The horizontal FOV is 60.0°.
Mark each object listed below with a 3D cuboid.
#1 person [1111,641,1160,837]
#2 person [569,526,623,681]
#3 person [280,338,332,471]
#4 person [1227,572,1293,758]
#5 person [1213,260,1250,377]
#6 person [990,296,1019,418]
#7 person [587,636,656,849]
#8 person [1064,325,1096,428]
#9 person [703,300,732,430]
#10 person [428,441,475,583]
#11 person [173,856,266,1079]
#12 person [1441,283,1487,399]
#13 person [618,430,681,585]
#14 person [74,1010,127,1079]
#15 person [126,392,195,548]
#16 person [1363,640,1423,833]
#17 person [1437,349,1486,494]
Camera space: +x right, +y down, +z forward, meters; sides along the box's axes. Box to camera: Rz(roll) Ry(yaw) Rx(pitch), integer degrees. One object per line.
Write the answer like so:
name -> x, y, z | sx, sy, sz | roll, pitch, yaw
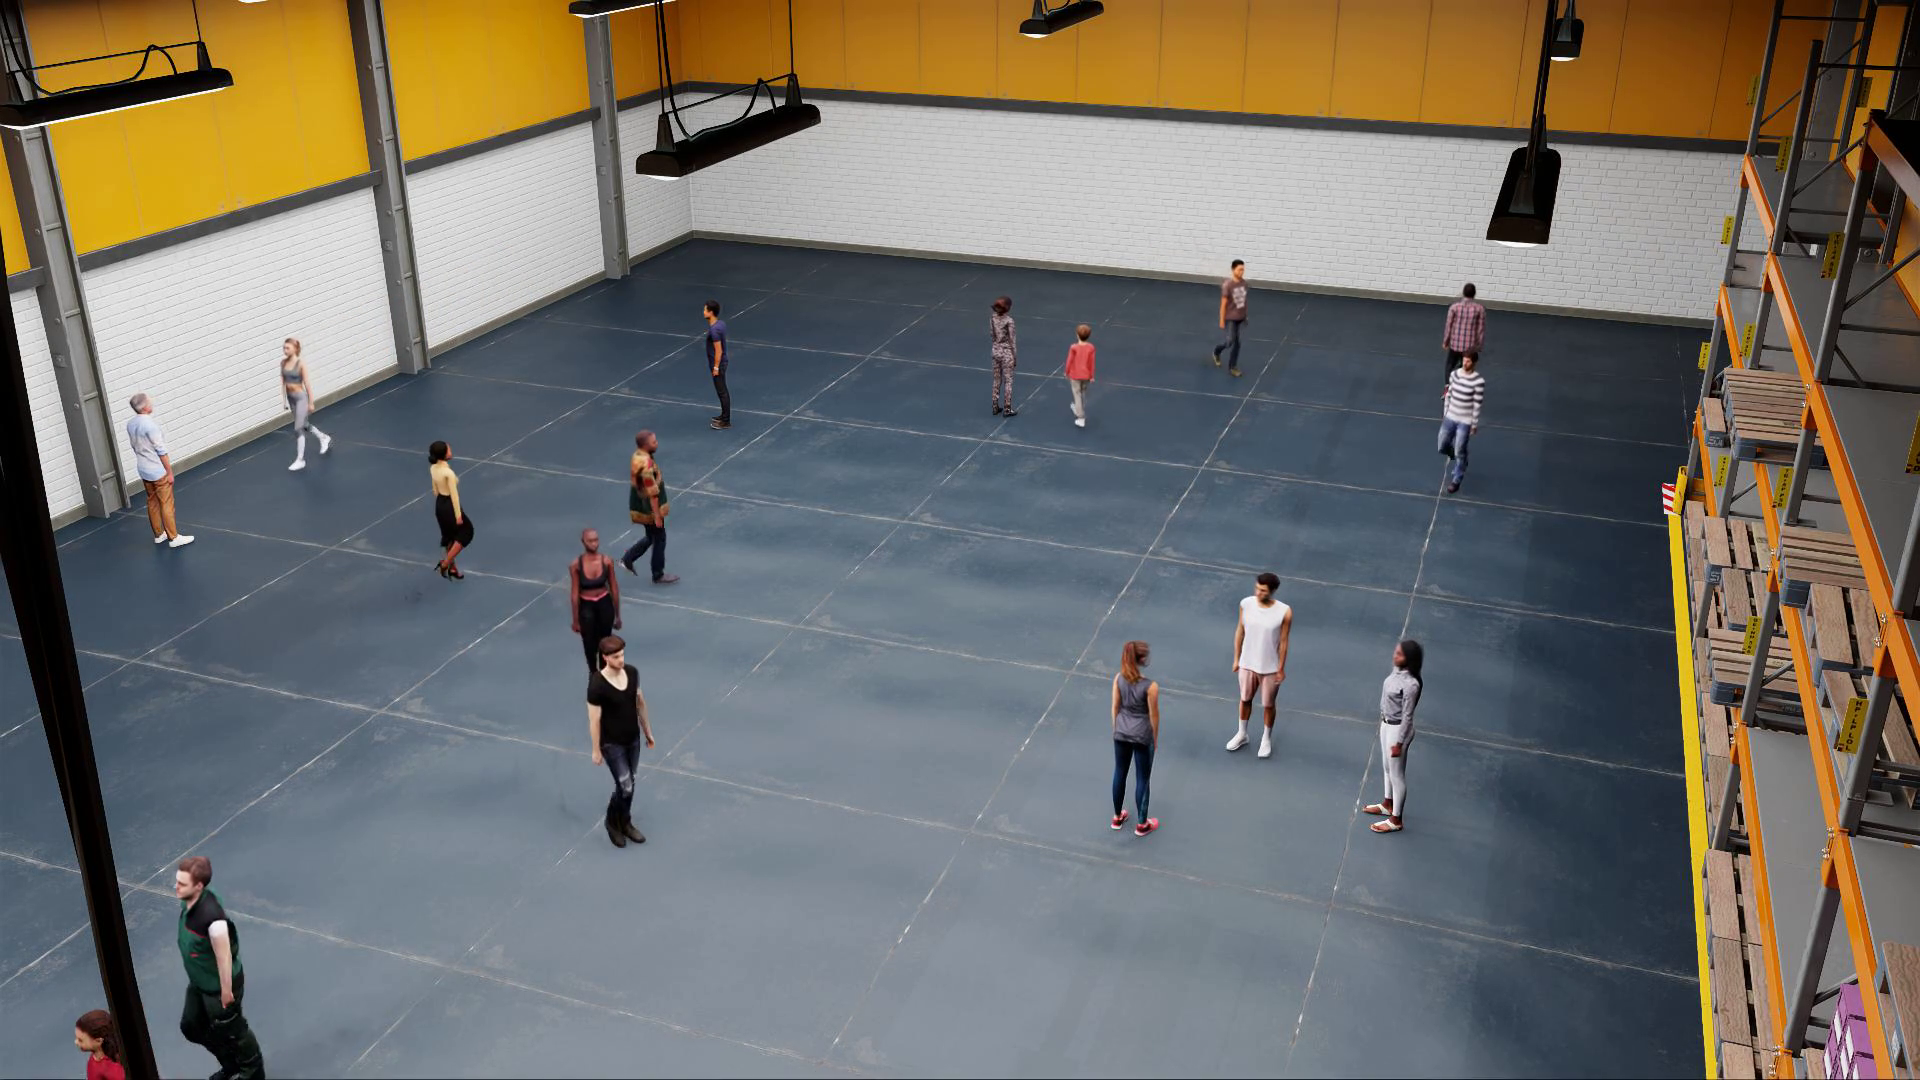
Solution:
person -> 1.430, 1.622, 13.673 | 0.613, 1.723, 0.593 | 14, 27, 29
person -> -3.484, 0.657, 15.842 | 0.743, 1.753, 0.801 | -10, 25, -21
person -> -8.515, -1.803, 21.565 | 0.563, 1.676, 1.070 | 9, 25, 19
person -> 2.693, 1.081, 14.834 | 0.679, 1.783, 0.632 | 13, 27, 28
person -> 4.076, -3.359, 25.013 | 0.904, 1.767, 0.955 | -12, 26, -25
person -> 0.600, -2.581, 23.294 | 0.650, 1.717, 0.657 | 19, 30, 37
person -> -2.825, 1.596, 13.530 | 0.800, 1.884, 0.660 | 17, 29, 34
person -> 1.682, -2.240, 22.929 | 0.865, 1.385, 0.991 | -7, 25, -16
person -> -3.316, -2.420, 22.835 | 0.781, 1.790, 0.620 | -2, 24, -4
person -> -5.624, -0.269, 18.097 | 0.716, 1.643, 0.792 | 19, 30, 37
person -> -4.766, 2.812, 10.817 | 0.816, 1.829, 0.786 | -18, 29, -36
person -> 7.186, -2.803, 23.756 | 0.712, 1.755, 0.740 | 8, 25, 17
person -> -3.446, -0.328, 18.047 | 1.002, 1.791, 0.973 | -6, 24, -14
person -> -4.890, 3.386, 9.895 | 1.127, 1.516, 0.962 | -15, 28, -31
person -> -9.258, -0.815, 19.116 | 0.719, 1.829, 0.632 | 13, 27, 27
person -> 3.607, 1.593, 13.737 | 0.727, 1.724, 0.579 | 0, 24, 0
person -> 6.280, -1.509, 20.694 | 0.943, 1.835, 0.864 | -18, 29, -35
